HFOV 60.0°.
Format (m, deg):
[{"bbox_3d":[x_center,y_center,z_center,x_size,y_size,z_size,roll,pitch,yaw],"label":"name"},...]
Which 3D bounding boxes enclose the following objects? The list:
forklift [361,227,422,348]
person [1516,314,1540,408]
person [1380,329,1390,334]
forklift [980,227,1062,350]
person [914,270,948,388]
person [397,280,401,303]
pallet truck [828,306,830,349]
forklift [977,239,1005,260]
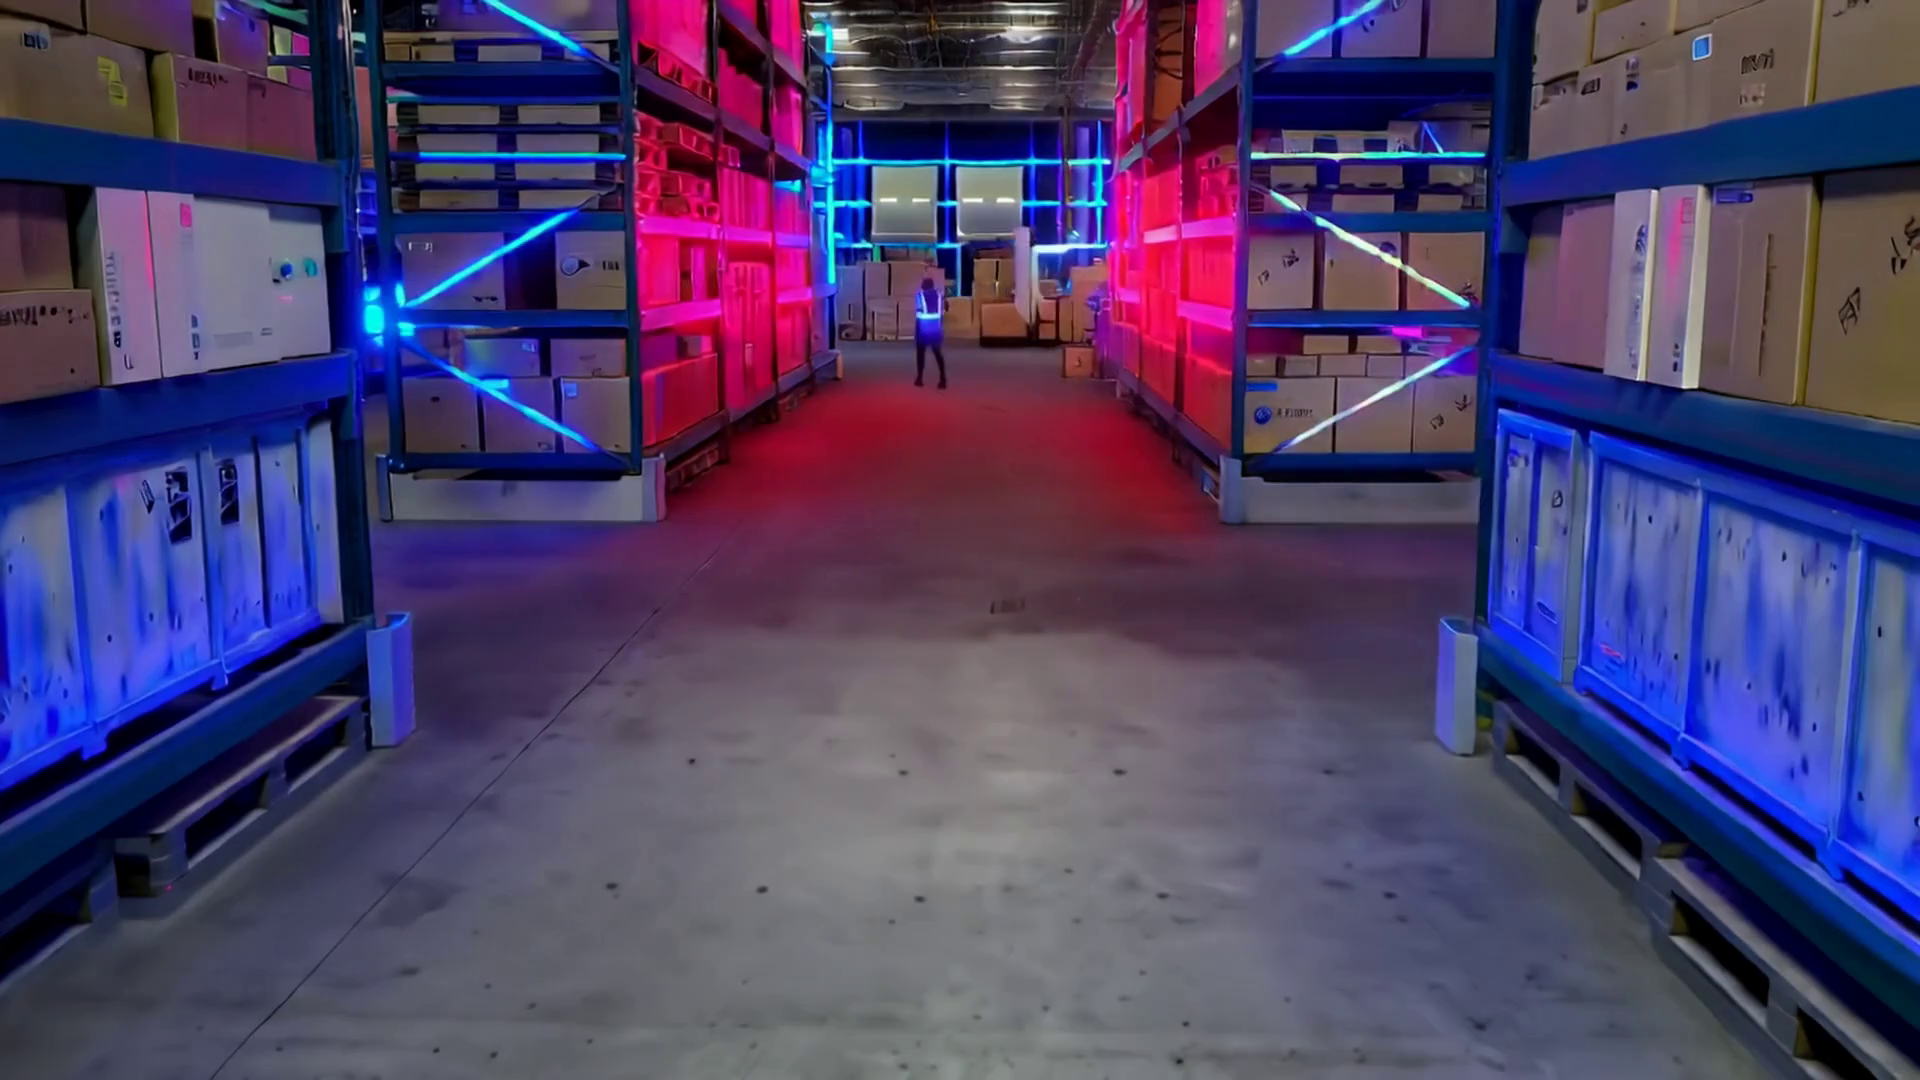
[{"bbox_3d":[-13.132,-5.767,38.109,1.129,2.768,1.873,0,9,1],"label":"forklift"},{"bbox_3d":[2.621,-0.163,7.693,0.584,1.823,0.640,0,9,0],"label":"person"},{"bbox_3d":[7.237,-3.633,28.866,0.316,1.696,0.540,-9,13,-44],"label":"person"},{"bbox_3d":[1.403,-5.792,38.255,1.873,2.768,1.129,0,9,1],"label":"forklift"},{"bbox_3d":[-0.469,-3.392,26.812,0.538,1.906,0.954,-4,10,-23],"label":"person"},{"bbox_3d":[-12.924,-5.141,38.065,0.307,1.641,0.512,2,10,12],"label":"person"},{"bbox_3d":[-3.100,-3.940,29.800,1.885,1.965,0.823,3,10,19],"label":"pallet truck"},{"bbox_3d":[1.097,-9.254,58.993,1.129,2.768,1.873,4,10,25],"label":"forklift"}]
